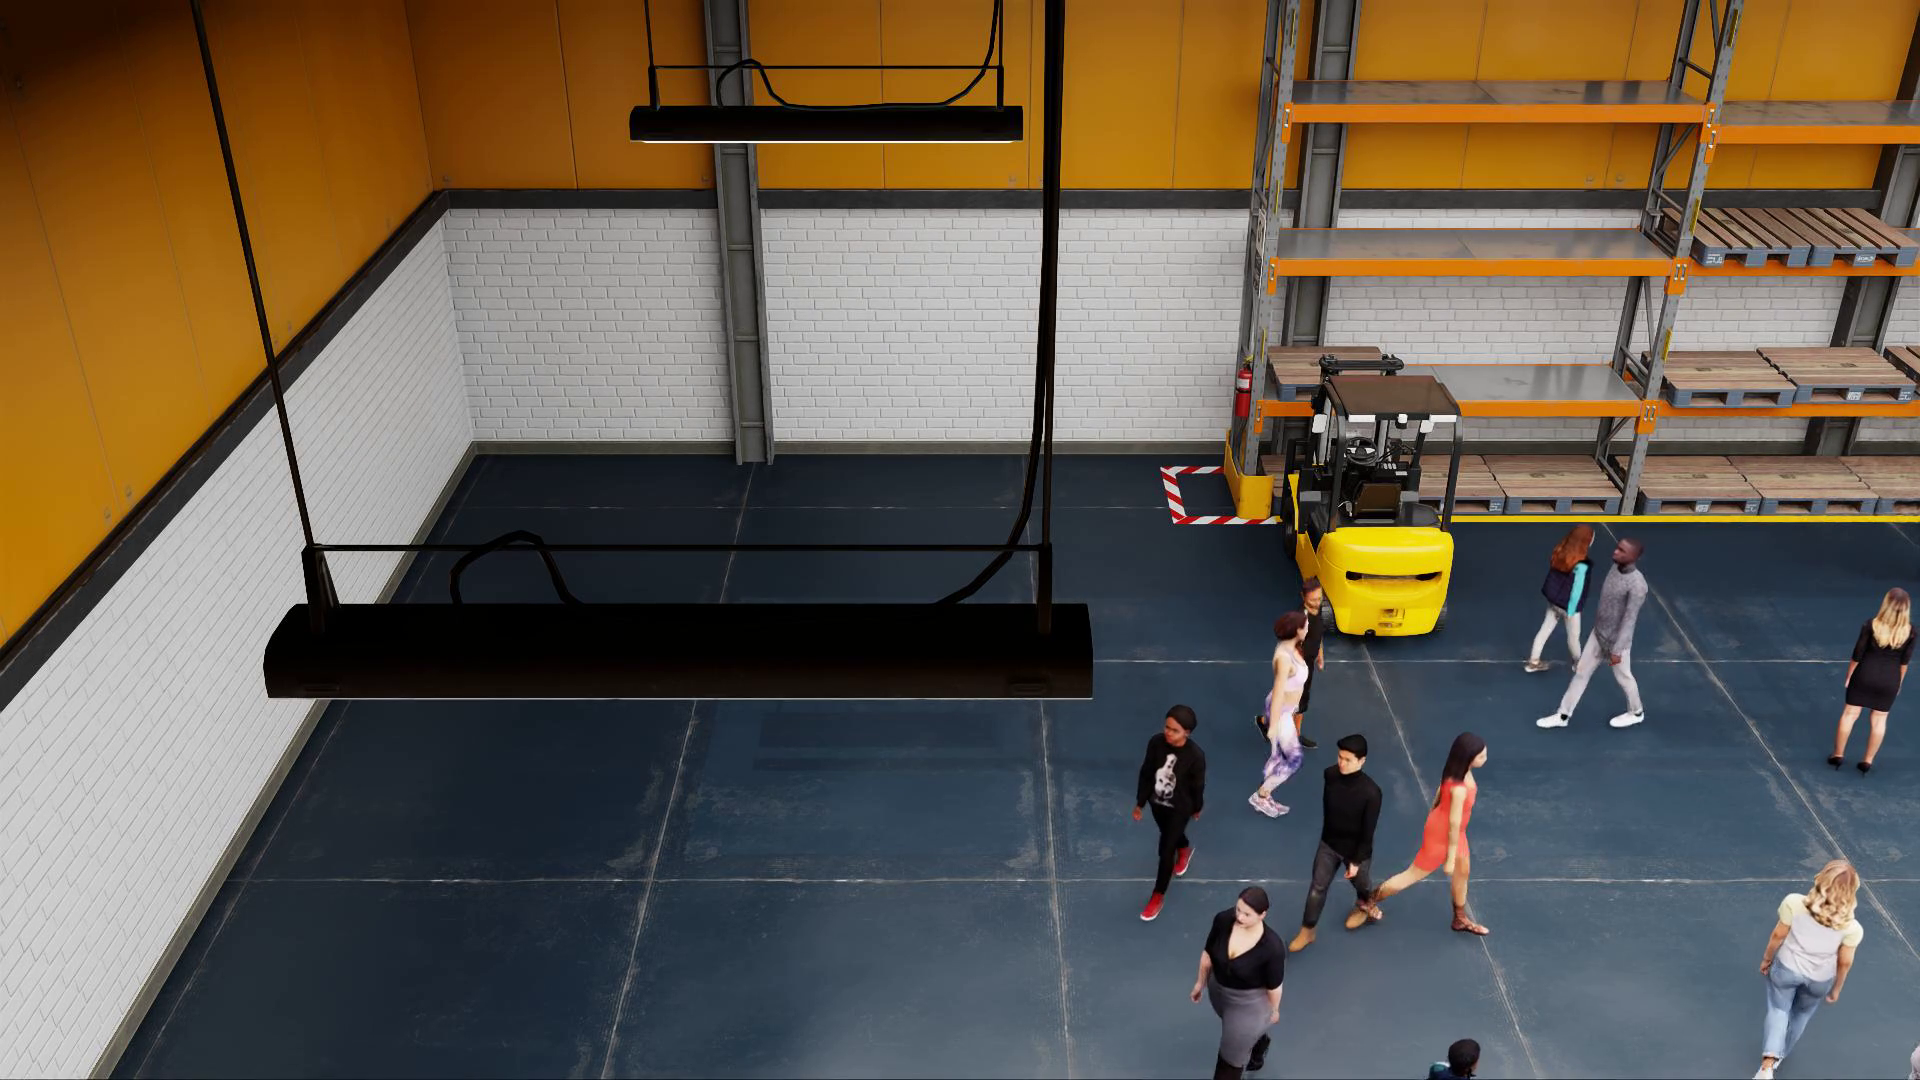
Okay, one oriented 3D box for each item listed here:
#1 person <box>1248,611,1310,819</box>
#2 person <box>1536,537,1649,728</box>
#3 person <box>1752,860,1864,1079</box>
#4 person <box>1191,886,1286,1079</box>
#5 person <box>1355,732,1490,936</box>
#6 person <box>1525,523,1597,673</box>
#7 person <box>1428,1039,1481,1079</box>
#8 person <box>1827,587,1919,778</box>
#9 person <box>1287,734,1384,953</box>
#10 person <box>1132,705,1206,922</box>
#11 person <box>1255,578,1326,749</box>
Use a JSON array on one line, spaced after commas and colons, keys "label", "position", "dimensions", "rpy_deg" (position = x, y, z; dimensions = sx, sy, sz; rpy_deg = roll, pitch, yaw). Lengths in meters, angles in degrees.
[{"label": "person", "position": [2.374, 1.336, 12.720], "dimensions": [0.694, 1.746, 0.711], "rpy_deg": [9, 30, 15]}, {"label": "person", "position": [5.445, 0.810, 13.634], "dimensions": [1.204, 1.793, 0.817], "rpy_deg": [-3, 29, -6]}, {"label": "person", "position": [5.169, 2.714, 10.234], "dimensions": [0.978, 1.707, 0.976], "rpy_deg": [18, 33, 29]}, {"label": "person", "position": [1.764, 2.759, 10.146], "dimensions": [1.198, 1.713, 1.074], "rpy_deg": [-21, 35, -33]}, {"label": "person", "position": [3.246, 2.047, 11.490], "dimensions": [1.223, 1.676, 0.808], "rpy_deg": [7, 29, 12]}, {"label": "person", "position": [5.195, 0.526, 14.489], "dimensions": [0.915, 1.473, 0.690], "rpy_deg": [-6, 29, -12]}, {"label": "person", "position": [2.748, 3.382, 9.515], "dimensions": [0.947, 1.222, 0.810], "rpy_deg": [-19, 34, -30]}, {"label": "person", "position": [7.243, 1.128, 13.175], "dimensions": [0.524, 1.675, 0.666], "rpy_deg": [10, 30, 18]}, {"label": "person", "position": [2.714, 2.049, 11.469], "dimensions": [1.150, 1.691, 1.074], "rpy_deg": [-24, 37, -37]}, {"label": "person", "position": [1.546, 1.843, 11.896], "dimensions": [1.088, 1.644, 1.065], "rpy_deg": [19, 34, 31]}, {"label": "person", "position": [2.673, 0.986, 13.459], "dimensions": [0.872, 1.653, 0.786], "rpy_deg": [13, 31, 22]}]
